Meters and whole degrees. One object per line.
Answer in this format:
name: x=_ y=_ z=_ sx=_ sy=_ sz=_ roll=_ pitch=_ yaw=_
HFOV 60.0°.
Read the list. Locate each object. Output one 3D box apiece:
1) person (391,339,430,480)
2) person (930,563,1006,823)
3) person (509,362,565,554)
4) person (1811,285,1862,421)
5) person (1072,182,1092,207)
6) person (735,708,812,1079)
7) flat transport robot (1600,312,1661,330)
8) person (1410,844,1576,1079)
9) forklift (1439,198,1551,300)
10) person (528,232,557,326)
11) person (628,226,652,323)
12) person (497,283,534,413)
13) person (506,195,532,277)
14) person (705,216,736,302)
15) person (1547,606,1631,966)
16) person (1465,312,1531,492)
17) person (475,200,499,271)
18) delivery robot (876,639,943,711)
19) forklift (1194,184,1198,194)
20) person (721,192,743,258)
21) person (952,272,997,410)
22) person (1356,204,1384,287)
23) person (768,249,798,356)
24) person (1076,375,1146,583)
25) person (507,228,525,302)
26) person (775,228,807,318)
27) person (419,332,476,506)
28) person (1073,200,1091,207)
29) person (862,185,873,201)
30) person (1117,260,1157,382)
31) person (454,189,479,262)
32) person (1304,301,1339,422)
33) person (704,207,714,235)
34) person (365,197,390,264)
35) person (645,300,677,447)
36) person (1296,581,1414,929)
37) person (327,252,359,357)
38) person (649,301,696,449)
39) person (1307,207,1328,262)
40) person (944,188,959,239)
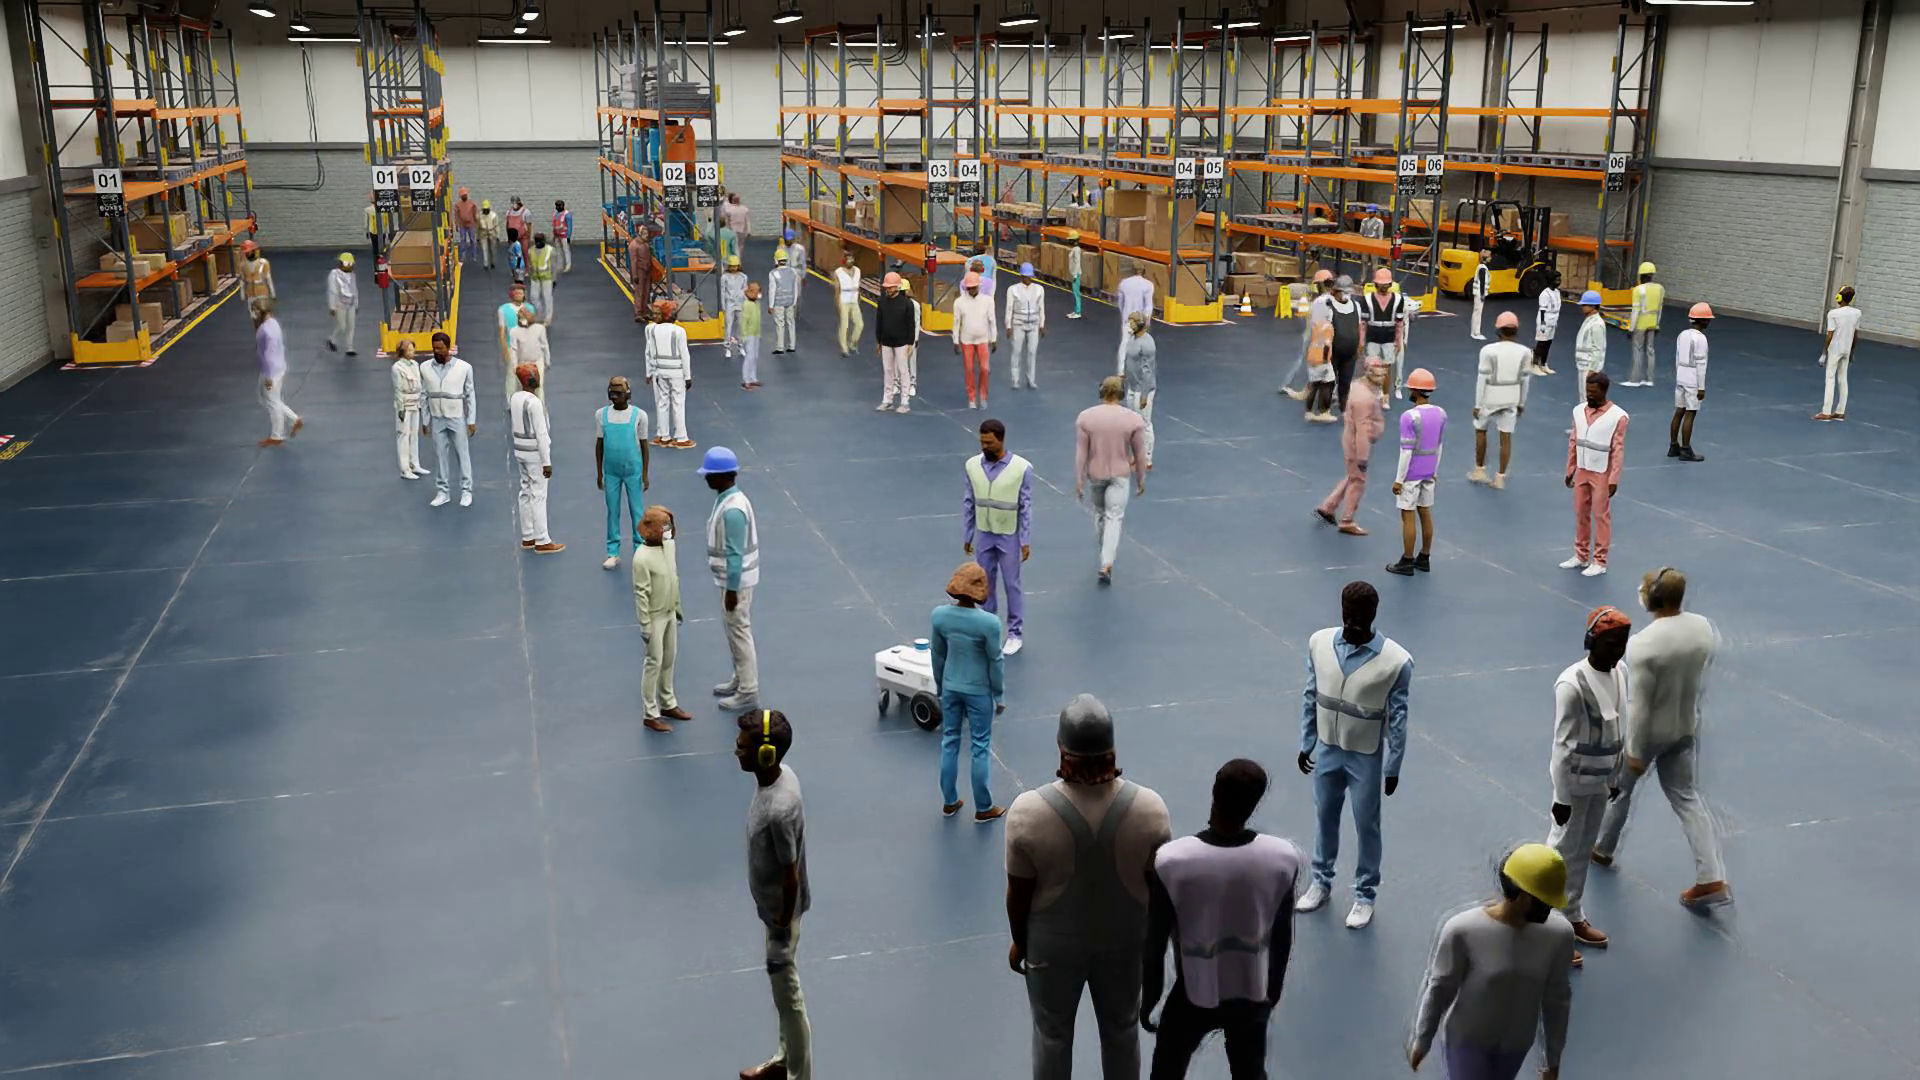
person: x=-6.466 y=-1.544 z=19.513 sx=0.314 sy=1.641 sz=0.515 roll=2 pitch=15 yaw=9
person: x=0.054 y=0.931 z=10.212 sx=0.498 sy=1.633 sz=0.278 roll=9 pitch=17 yaw=29
person: x=-4.163 y=-0.804 z=16.262 sx=0.355 sy=1.885 sz=0.574 roll=-13 pitch=19 yaw=-40
person: x=12.107 y=-2.573 z=22.947 sx=0.518 sy=1.872 sz=0.326 roll=-3 pitch=15 yaw=-12
person: x=3.794 y=-10.258 z=51.934 sx=0.620 sy=1.837 sz=0.429 roll=1 pitch=15 yaw=4
person: x=-0.809 y=1.611 z=7.200 sx=0.332 sy=1.874 sz=0.520 roll=-3 pitch=15 yaw=-10
flat transport robot: x=13.040 y=-4.279 z=32.429 sx=0.652 sy=0.197 sz=1.431 roll=0 pitch=15 yaw=-1
person: x=2.023 y=1.907 z=6.412 sx=0.575 sy=1.698 sz=0.916 roll=-2 pitch=15 yaw=-7
forklift: x=11.913 y=-6.508 z=37.130 sx=2.313 sy=2.155 sz=1.214 roll=-4 pitch=15 yaw=-15
person: x=-8.160 y=-5.095 z=32.522 sx=0.631 sy=1.831 sz=0.445 roll=3 pitch=15 yaw=12
person: x=-6.319 y=-5.288 z=33.125 sx=0.400 sy=1.892 sz=0.661 roll=5 pitch=16 yaw=18
person: x=-6.253 y=-2.711 z=23.515 sx=0.384 sy=1.845 sz=0.568 roll=13 pitch=20 yaw=40
person: x=-11.014 y=-7.573 z=41.435 sx=0.681 sy=2.000 sz=0.535 roll=3 pitch=15 yaw=12
person: x=-5.171 y=-6.041 z=35.965 sx=0.641 sy=1.886 sz=0.992 roll=-5 pitch=16 yaw=-19
person: x=3.218 y=1.243 z=8.558 sx=0.581 sy=1.882 sz=0.339 roll=-13 pitch=20 yaw=-41
person: x=6.128 y=-1.597 z=18.988 sx=0.652 sy=2.016 sz=0.803 roll=-1 pitch=15 yaw=-4
person: x=-12.281 y=-7.916 z=43.200 sx=0.594 sy=1.804 sz=0.840 roll=-5 pitch=16 yaw=-18
delivery robot: x=-0.273 y=0.956 z=12.008 sx=0.707 sy=0.478 sz=0.477 roll=13 pitch=20 yaw=40
forklift: x=7.392 y=-11.333 z=53.972 sx=1.873 sy=2.768 sz=1.129 roll=-4 pitch=15 yaw=-15
person: x=-6.415 y=-8.851 z=46.703 sx=0.630 sy=1.814 sz=0.910 roll=-9 pitch=17 yaw=-31
person: x=0.209 y=-2.822 z=23.686 sx=0.643 sy=1.968 sz=0.672 roll=0 pitch=15 yaw=-2
person: x=9.669 y=-6.934 z=39.203 sx=0.606 sy=1.951 sz=0.379 roll=14 pitch=20 yaw=41
person: x=-3.080 y=-4.111 z=28.803 sx=0.589 sy=1.834 sz=0.403 roll=-13 pitch=19 yaw=-39
person: x=1.386 y=-0.580 z=15.404 sx=0.645 sy=1.902 sz=0.990 roll=4 pitch=15 yaw=13
person: x=-9.443 y=-5.794 z=35.407 sx=0.321 sy=1.693 sz=0.530 roll=-7 pitch=16 yaw=-24
person: x=-3.331 y=-5.252 z=32.975 sx=0.626 sy=1.905 sz=0.831 roll=0 pitch=15 yaw=1
person: x=-5.574 y=-1.321 z=18.145 sx=0.596 sy=1.917 sz=0.372 roll=1 pitch=15 yaw=3
person: x=3.332 y=-8.695 z=45.971 sx=0.563 sy=1.886 sz=1.005 roll=-1 pitch=15 yaw=-5
person: x=-2.698 y=-9.541 z=49.192 sx=0.515 sy=1.866 sz=0.332 roll=11 pitch=19 yaw=36
person: x=2.787 y=-3.476 z=26.334 sx=0.662 sy=1.876 sz=1.030 roll=9 pitch=17 yaw=31
person: x=-13.462 y=-8.582 z=45.402 sx=0.641 sy=1.973 sz=0.439 roll=-1 pitch=15 yaw=-3
person: x=4.970 y=-2.453 z=22.858 sx=0.503 sy=1.667 sz=0.560 roll=-3 pitch=15 yaw=-13
person: x=-7.412 y=-9.667 z=49.537 sx=0.383 sy=1.923 sz=0.590 roll=0 pitch=15 yaw=2
person: x=-15.251 y=-8.089 z=43.607 sx=0.647 sy=1.936 sz=1.009 roll=-5 pitch=16 yaw=-17
person: x=-3.768 y=-2.124 z=21.250 sx=0.581 sy=1.878 sz=0.344 roll=8 pitch=17 yaw=27
person: x=2.114 y=1.129 z=8.948 sx=0.592 sy=1.911 sz=0.391 roll=12 pitch=19 yaw=38
person: x=-10.606 y=-4.039 z=28.604 sx=0.499 sy=1.794 sz=0.605 roll=7 pitch=17 yaw=25
person: x=-3.652 y=-2.095 z=21.120 sx=0.575 sy=1.885 sz=0.355 roll=8 pitch=17 yaw=27
person: x=9.146 y=-7.670 z=42.522 sx=0.568 sy=1.665 sz=0.780 roll=0 pitch=15 yaw=-2
person: x=-0.269 y=-10.339 z=52.644 sx=0.507 sy=1.627 sz=0.280 roll=5 pitch=16 yaw=17
